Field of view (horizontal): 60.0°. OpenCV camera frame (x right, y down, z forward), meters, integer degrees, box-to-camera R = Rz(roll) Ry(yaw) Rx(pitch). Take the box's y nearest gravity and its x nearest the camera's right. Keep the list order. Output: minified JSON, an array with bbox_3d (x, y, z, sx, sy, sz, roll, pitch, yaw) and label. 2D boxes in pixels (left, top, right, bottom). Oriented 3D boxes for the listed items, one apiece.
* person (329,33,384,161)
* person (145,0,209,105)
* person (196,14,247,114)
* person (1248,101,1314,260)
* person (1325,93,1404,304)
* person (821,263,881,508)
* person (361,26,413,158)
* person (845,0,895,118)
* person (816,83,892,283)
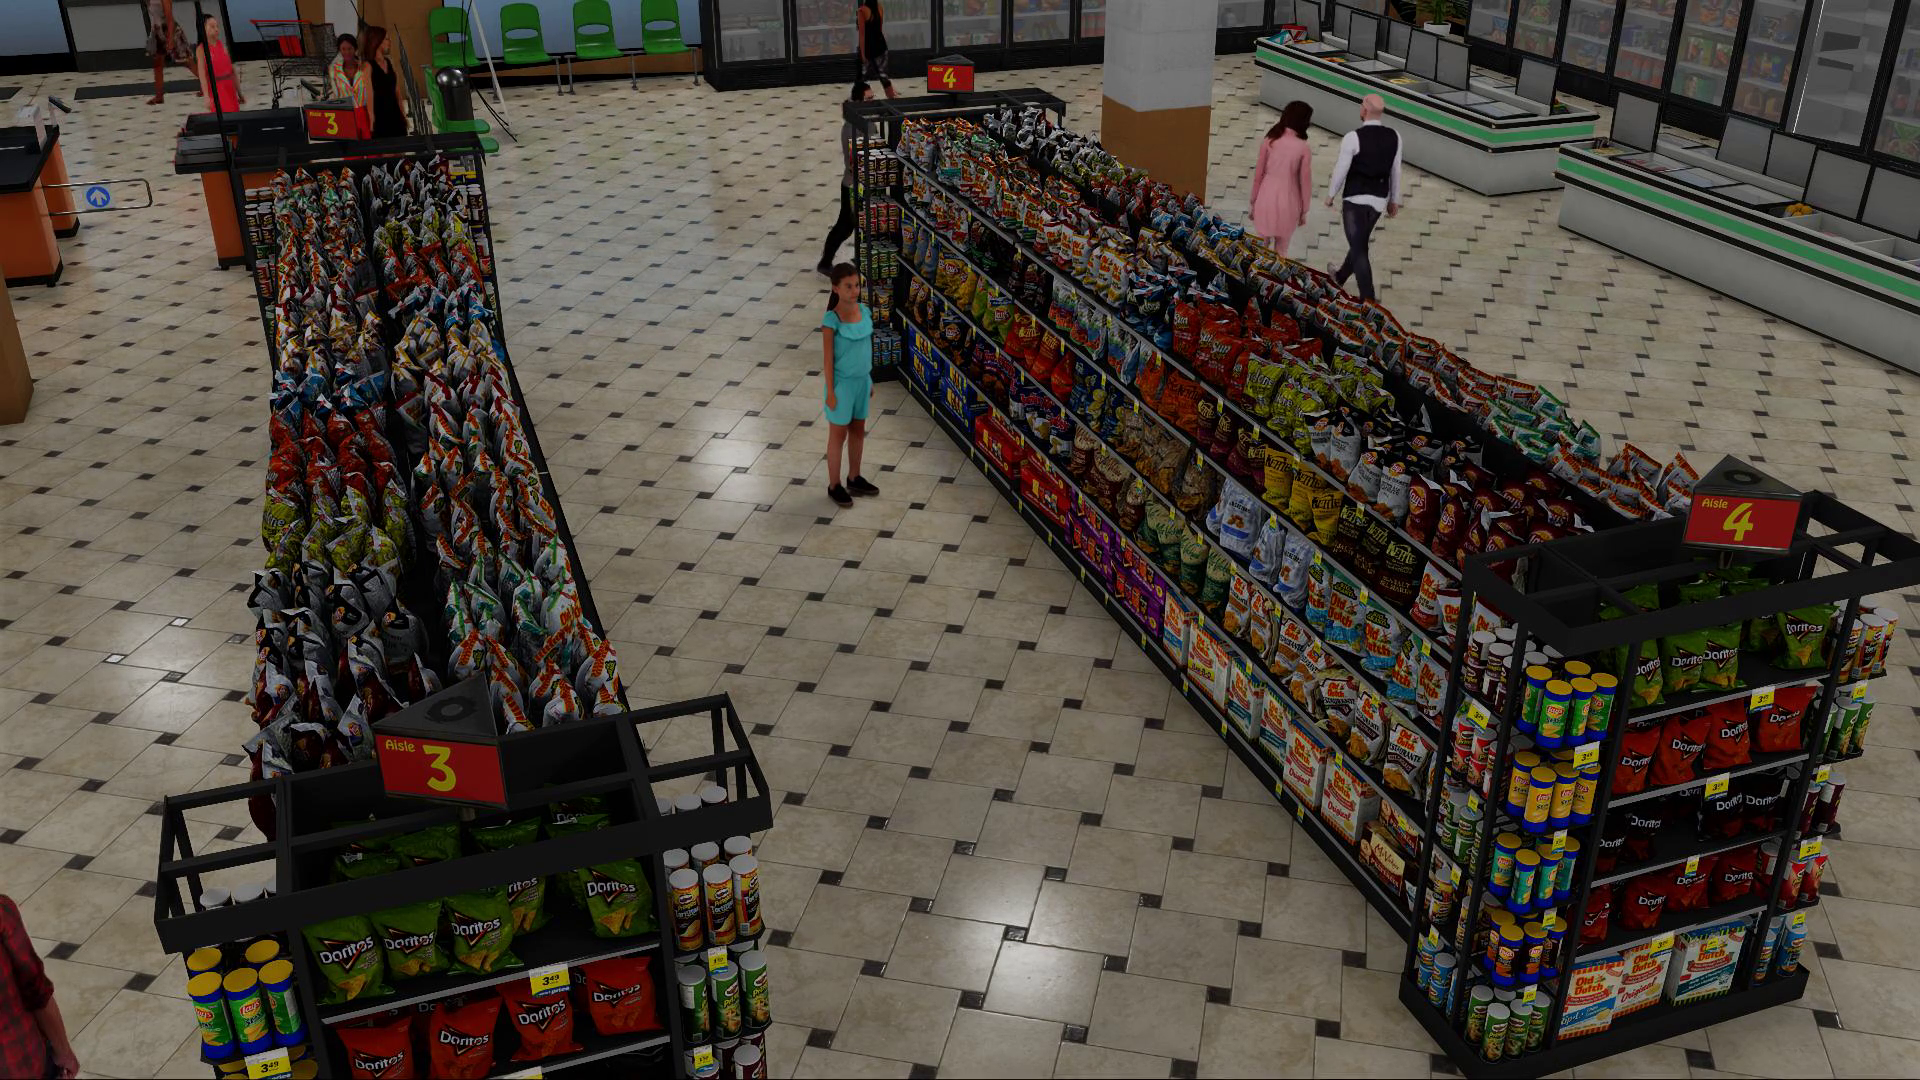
[{"bbox_3d":[-5.839,-4.019,16.193,0.591,1.795,0.537,-7,28,-14],"label":"person"},{"bbox_3d":[-9.892,-6.335,20.974,1.130,1.603,1.064,19,33,33],"label":"person"},{"bbox_3d":[-7.847,-4.667,17.558,0.850,1.717,0.792,9,28,17],"label":"person"},{"bbox_3d":[2.599,-2.649,13.511,0.791,1.779,0.840,5,27,10],"label":"person"},{"bbox_3d":[3.324,-2.672,13.557,0.685,1.778,1.164,-9,28,-17],"label":"person"},{"bbox_3d":[-0.707,-0.996,10.495,0.627,1.558,0.648,-24,35,-38],"label":"person"},{"bbox_3d":[-5.635,-4.066,16.272,0.852,1.808,0.793,17,31,30],"label":"person"},{"bbox_3d":[-1.000,-5.897,20.095,0.863,1.616,1.192,-22,34,-36],"label":"person"},{"bbox_3d":[-0.932,-3.032,14.337,1.184,1.714,1.118,12,29,22],"label":"person"}]
